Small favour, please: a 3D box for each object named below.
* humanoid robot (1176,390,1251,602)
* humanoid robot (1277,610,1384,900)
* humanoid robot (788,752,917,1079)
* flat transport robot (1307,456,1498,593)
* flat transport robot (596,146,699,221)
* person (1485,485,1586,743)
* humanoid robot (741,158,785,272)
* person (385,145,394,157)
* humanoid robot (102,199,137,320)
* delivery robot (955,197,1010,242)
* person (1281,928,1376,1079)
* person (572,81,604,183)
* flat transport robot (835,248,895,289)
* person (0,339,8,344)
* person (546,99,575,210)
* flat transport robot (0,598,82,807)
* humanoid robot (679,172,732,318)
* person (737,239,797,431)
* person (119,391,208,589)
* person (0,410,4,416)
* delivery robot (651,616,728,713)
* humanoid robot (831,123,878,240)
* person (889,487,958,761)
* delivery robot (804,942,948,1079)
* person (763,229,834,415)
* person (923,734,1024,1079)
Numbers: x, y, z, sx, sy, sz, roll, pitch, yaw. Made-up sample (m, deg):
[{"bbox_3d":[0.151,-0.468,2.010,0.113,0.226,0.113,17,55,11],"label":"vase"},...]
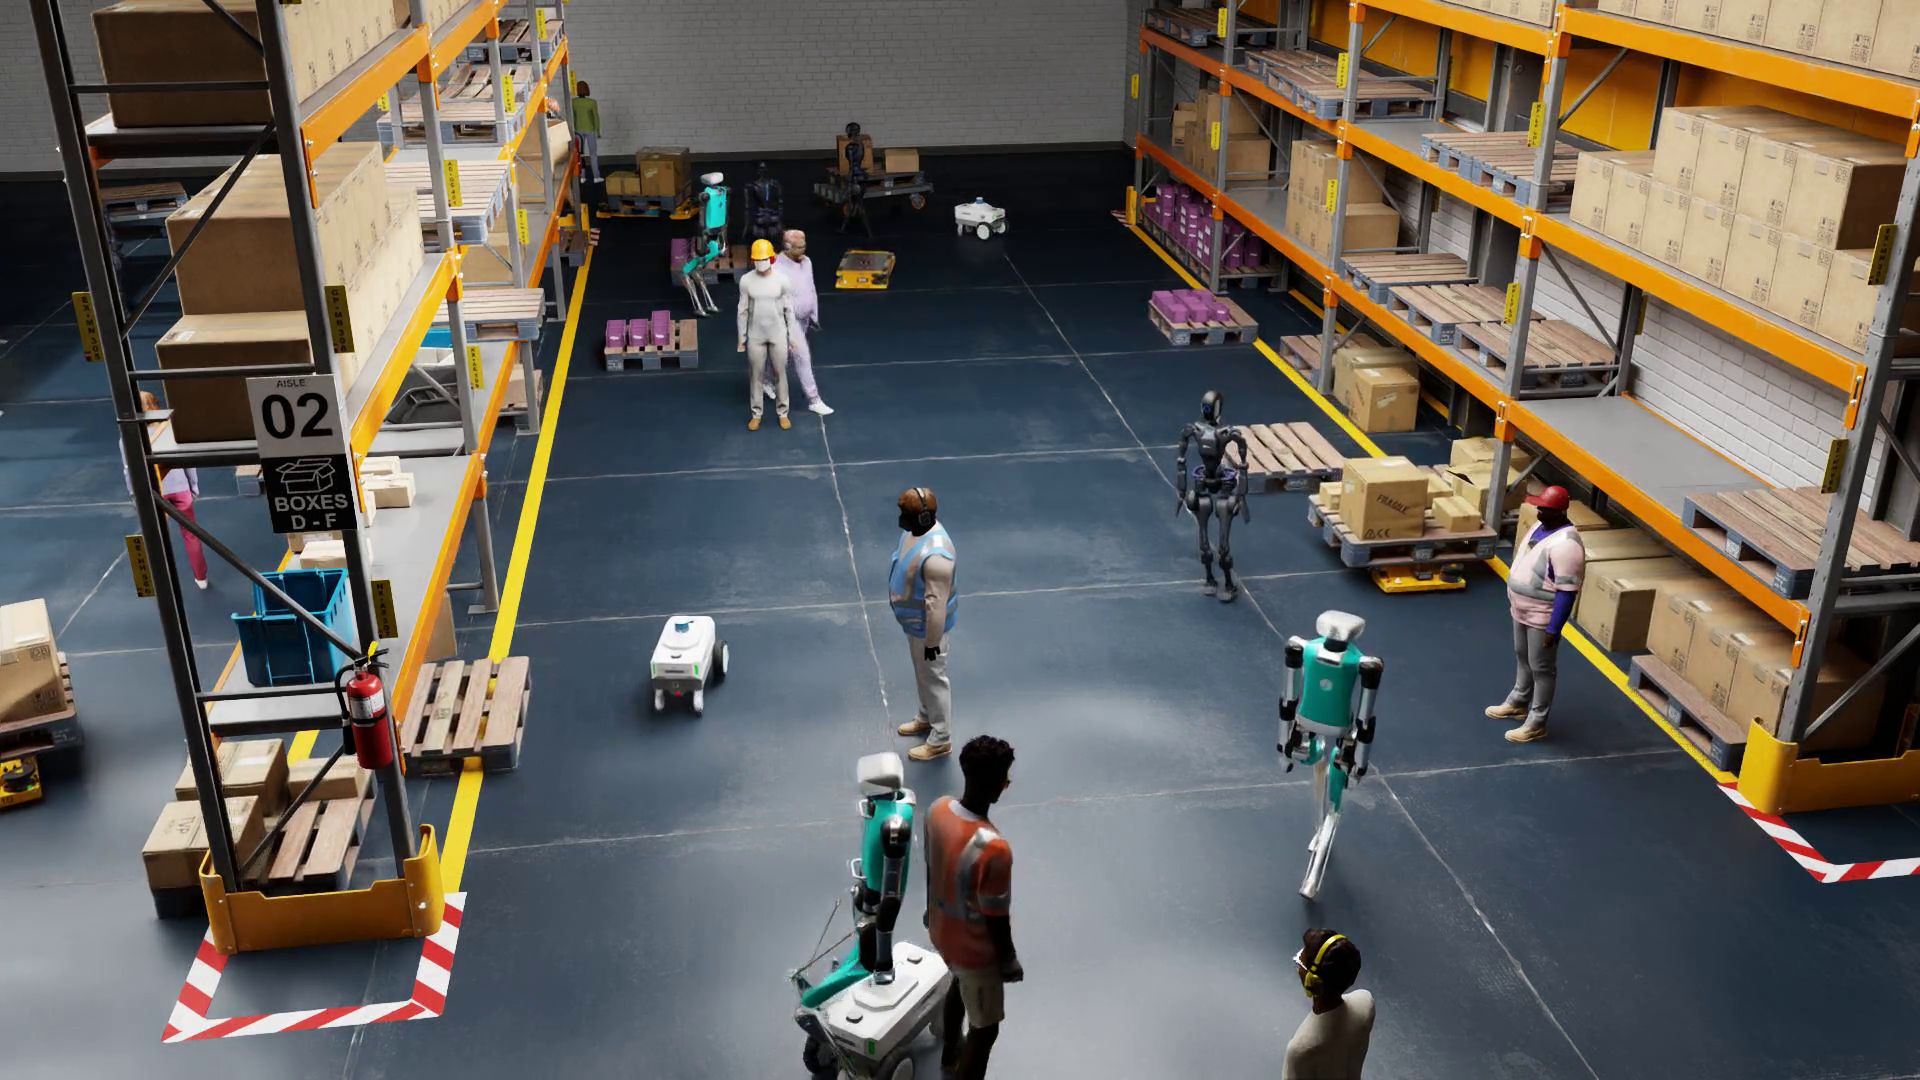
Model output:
[{"bbox_3d":[1.951,-0.350,12.732,0.608,1.643,0.328,12,26,25],"label":"humanoid robot"},{"bbox_3d":[2.072,1.126,9.278,0.555,1.742,1.001,12,26,26],"label":"humanoid robot"},{"bbox_3d":[-0.555,1.868,7.710,0.728,1.877,0.557,-4,24,-8],"label":"humanoid robot"},{"bbox_3d":[3.526,0.046,13.573,0.659,0.231,1.431,-3,24,-7],"label":"flat transport robot"},{"bbox_3d":[-4.694,-5.004,25.079,1.431,0.231,0.659,2,24,5],"label":"flat transport robot"},{"bbox_3d":[3.735,0.466,10.770,0.420,1.753,0.620,-2,24,-5],"label":"person"},{"bbox_3d":[-2.487,-4.026,21.128,0.587,1.626,0.495,-14,27,-29],"label":"humanoid robot"},{"bbox_3d":[-8.536,-5.836,25.041,0.792,1.816,0.659,1,24,2],"label":"person"},{"bbox_3d":[-10.113,-3.458,19.815,0.613,1.644,0.483,18,29,35],"label":"humanoid robot"},{"bbox_3d":[0.309,-4.584,23.786,0.783,0.611,0.509,16,28,32],"label":"delivery robot"},{"bbox_3d":[1.356,2.299,6.451,0.324,1.871,0.523,21,31,39],"label":"person"},{"bbox_3d":[-6.110,-6.652,27.131,0.500,1.631,0.284,3,24,6],"label":"person"},{"bbox_3d":[-1.226,-3.546,21.755,0.659,0.231,1.431,1,24,2],"label":"flat transport robot"},{"bbox_3d":[-11.098,-3.002,18.671,0.345,1.746,0.571,3,24,7],"label":"person"},{"bbox_3d":[-6.127,-5.776,25.040,0.563,1.712,0.853,12,26,26],"label":"person"},{"bbox_3d":[-6.295,1.335,10.636,0.659,0.231,1.431,-13,27,-27],"label":"flat transport robot"},{"bbox_3d":[-3.087,-3.534,19.827,0.746,1.732,0.530,13,27,28],"label":"humanoid robot"},{"bbox_3d":[-1.885,-1.997,16.206,0.580,1.895,0.355,-1,24,-3],"label":"person"},{"bbox_3d":[-6.118,-0.354,12.794,0.498,1.629,0.287,-15,28,-31],"label":"person"},{"bbox_3d":[-9.893,-2.109,16.408,0.434,1.943,0.495,17,29,33],"label":"person"},{"bbox_3d":[-1.899,0.814,11.471,0.499,0.597,0.801,0,24,1],"label":"delivery robot"},{"bbox_3d":[-1.527,-5.055,23.475,0.715,1.634,0.589,4,24,9],"label":"humanoid robot"},{"bbox_3d":[-0.233,0.518,10.560,0.431,1.837,0.631,-5,24,-12],"label":"person"},{"bbox_3d":[-0.370,2.310,8.065,0.499,0.599,0.787,14,27,29],"label":"delivery robot"},{"bbox_3d":[-1.709,-2.239,16.815,1.006,1.850,0.647,13,27,26],"label":"person"},{"bbox_3d":[0.042,1.795,7.531,0.545,1.927,0.767,-11,26,-24],"label":"person"}]
